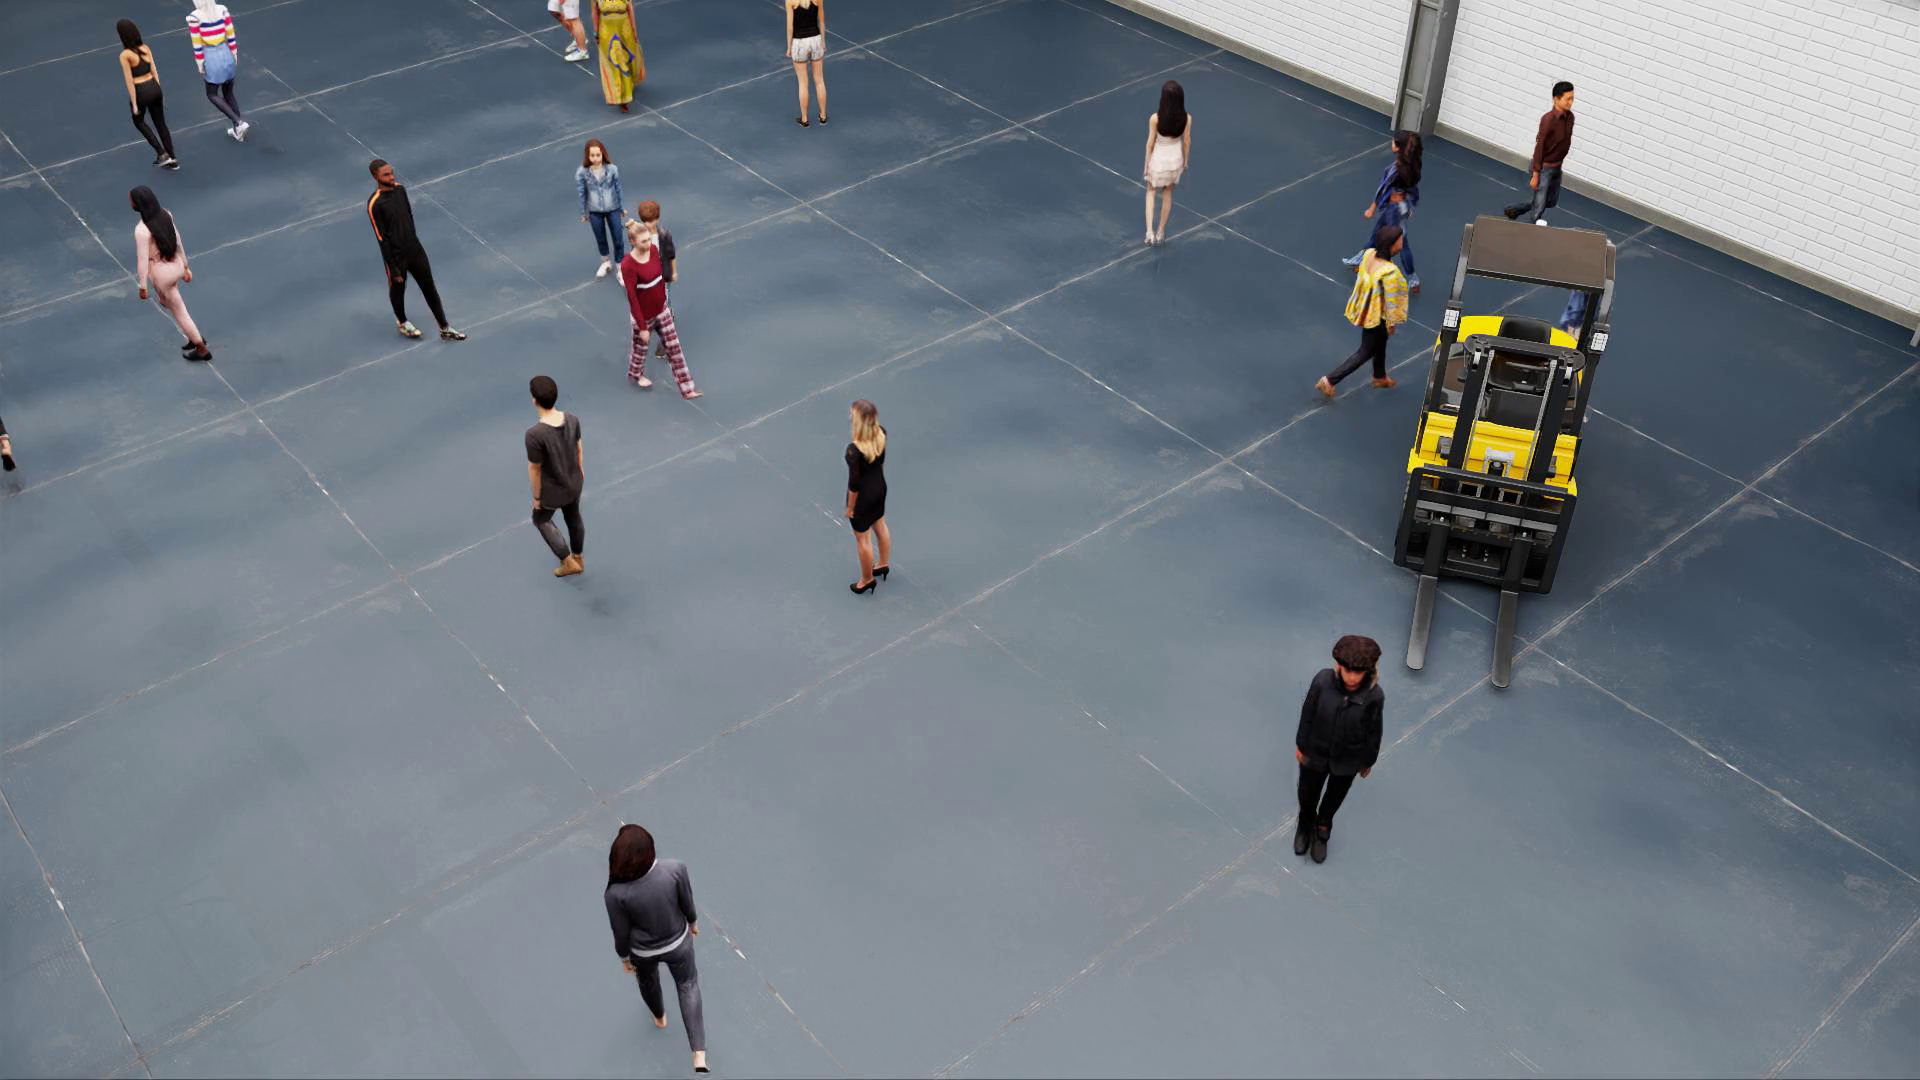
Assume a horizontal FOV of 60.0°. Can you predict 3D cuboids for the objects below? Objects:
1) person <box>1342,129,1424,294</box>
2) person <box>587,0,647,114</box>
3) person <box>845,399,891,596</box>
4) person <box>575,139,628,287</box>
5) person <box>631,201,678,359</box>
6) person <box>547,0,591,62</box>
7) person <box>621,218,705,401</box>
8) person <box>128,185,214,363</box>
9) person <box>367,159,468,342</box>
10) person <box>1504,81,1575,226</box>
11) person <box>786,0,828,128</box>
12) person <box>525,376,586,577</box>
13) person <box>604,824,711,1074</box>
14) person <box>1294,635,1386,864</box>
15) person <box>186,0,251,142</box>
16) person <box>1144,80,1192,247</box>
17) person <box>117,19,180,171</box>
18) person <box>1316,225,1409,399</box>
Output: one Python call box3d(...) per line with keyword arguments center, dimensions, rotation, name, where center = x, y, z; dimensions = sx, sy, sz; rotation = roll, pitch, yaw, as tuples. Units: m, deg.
box3d(center=(4.157, -3.033, 15.588), dimensions=(1.126, 1.568, 0.802), rotation=(23, 44, 26), name="person")
box3d(center=(-3.936, -5.797, 19.008), dimensions=(1.013, 1.631, 1.333), rotation=(-16, 41, -19), name="person")
box3d(center=(-0.672, -0.317, 12.100), dimensions=(0.551, 1.677, 0.596), rotation=(22, 44, 25), name="person")
box3d(center=(-3.398, -3.169, 15.844), dimensions=(0.762, 1.462, 0.843), rotation=(-5, 39, -6), name="person")
box3d(center=(-2.717, -2.413, 14.937), dimensions=(0.957, 1.413, 0.986), rotation=(4, 39, 4), name="person")
box3d(center=(-4.622, -6.663, 19.914), dimensions=(0.823, 1.843, 0.693), rotation=(-15, 41, -18), name="person")
box3d(center=(-2.706, -1.955, 14.168), dimensions=(1.139, 1.656, 0.821), rotation=(25, 45, 27), name="person")
box3d(center=(-6.855, -2.296, 14.554), dimensions=(0.804, 1.707, 0.738), rotation=(2, 39, 2), name="person")
box3d(center=(-5.064, -2.575, 14.848), dimensions=(1.091, 1.777, 0.875), rotation=(19, 42, 22), name="person")
box3d(center=(5.638, -3.631, 16.179), dimensions=(0.686, 1.766, 0.886), rotation=(-24, 45, -27), name="person")
box3d(center=(-1.694, -5.502, 18.454), dimensions=(0.682, 1.851, 0.657), rotation=(-12, 40, -14), name="person")
box3d(center=(-2.913, -0.406, 12.189), dimensions=(0.644, 1.705, 0.672), rotation=(31, 48, 32), name="person")
box3d(center=(-1.587, 2.196, 8.896), dimensions=(0.826, 1.750, 1.080), rotation=(-15, 41, -18), name="person")
box3d(center=(2.278, 1.206, 10.119), dimensions=(0.713, 1.769, 0.794), rotation=(7, 39, 9), name="person")
box3d(center=(-8.012, -5.172, 18.085), dimensions=(0.860, 1.795, 0.772), rotation=(22, 44, 25), name="person")
box3d(center=(2.011, -3.614, 16.184), dimensions=(0.673, 1.732, 0.717), rotation=(0, 39, 0), name="person")
box3d(center=(-8.549, -4.668, 17.593), dimensions=(0.666, 1.622, 0.654), rotation=(20, 43, 23), name="person")
box3d(center=(3.447, -1.883, 14.107), dimensions=(1.070, 1.620, 1.109), rotation=(-6, 39, -8), name="person")
